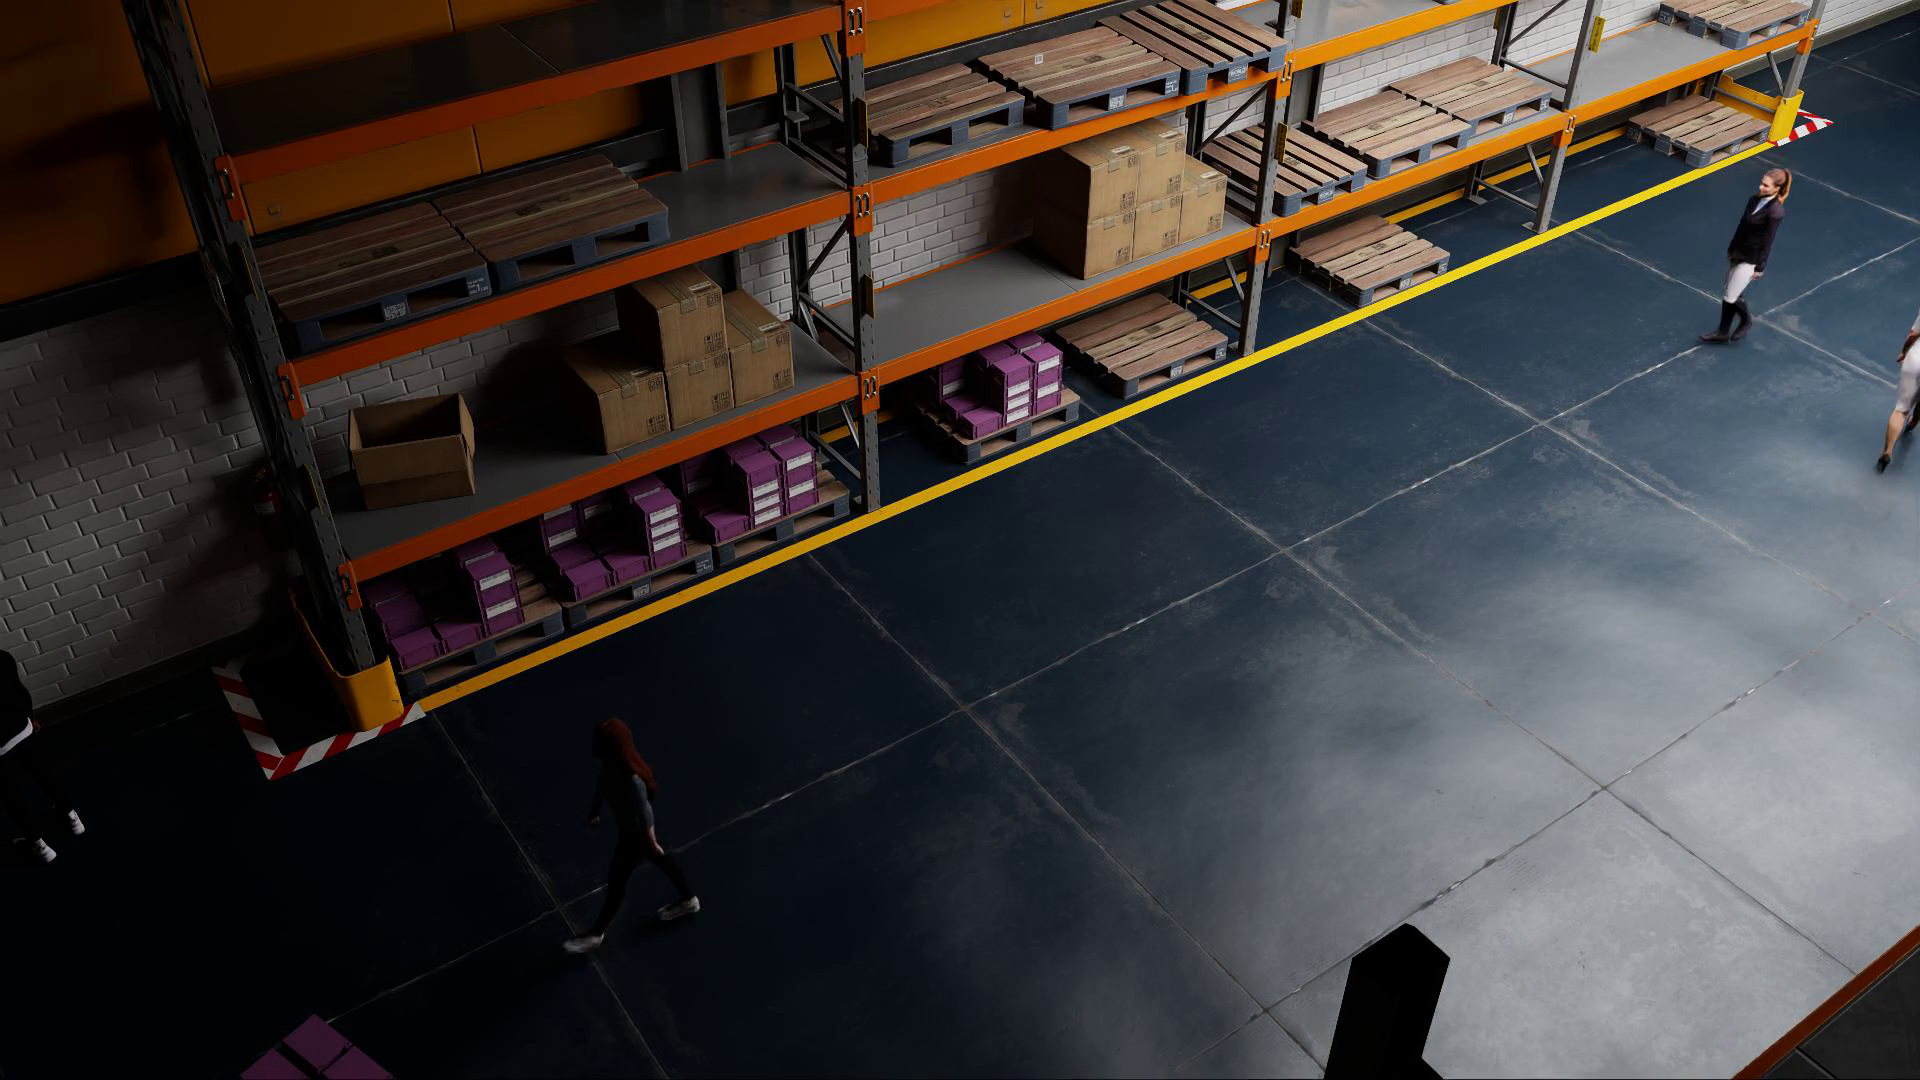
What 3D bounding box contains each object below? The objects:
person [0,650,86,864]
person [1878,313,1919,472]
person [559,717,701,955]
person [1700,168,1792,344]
[{"bbox_3d":[-5.723,1.188,9.932,0.823,1.815,0.700,17,42,20],"label":"person"},{"bbox_3d":[7.620,-1.300,13.135,0.868,1.704,1.139,21,43,24],"label":"person"},{"bbox_3d":[-1.771,1.622,9.479,1.119,1.702,0.741,-14,41,-17],"label":"person"},{"bbox_3d":[6.976,-2.454,14.567,0.782,1.721,0.720,-5,39,-7],"label":"person"}]
